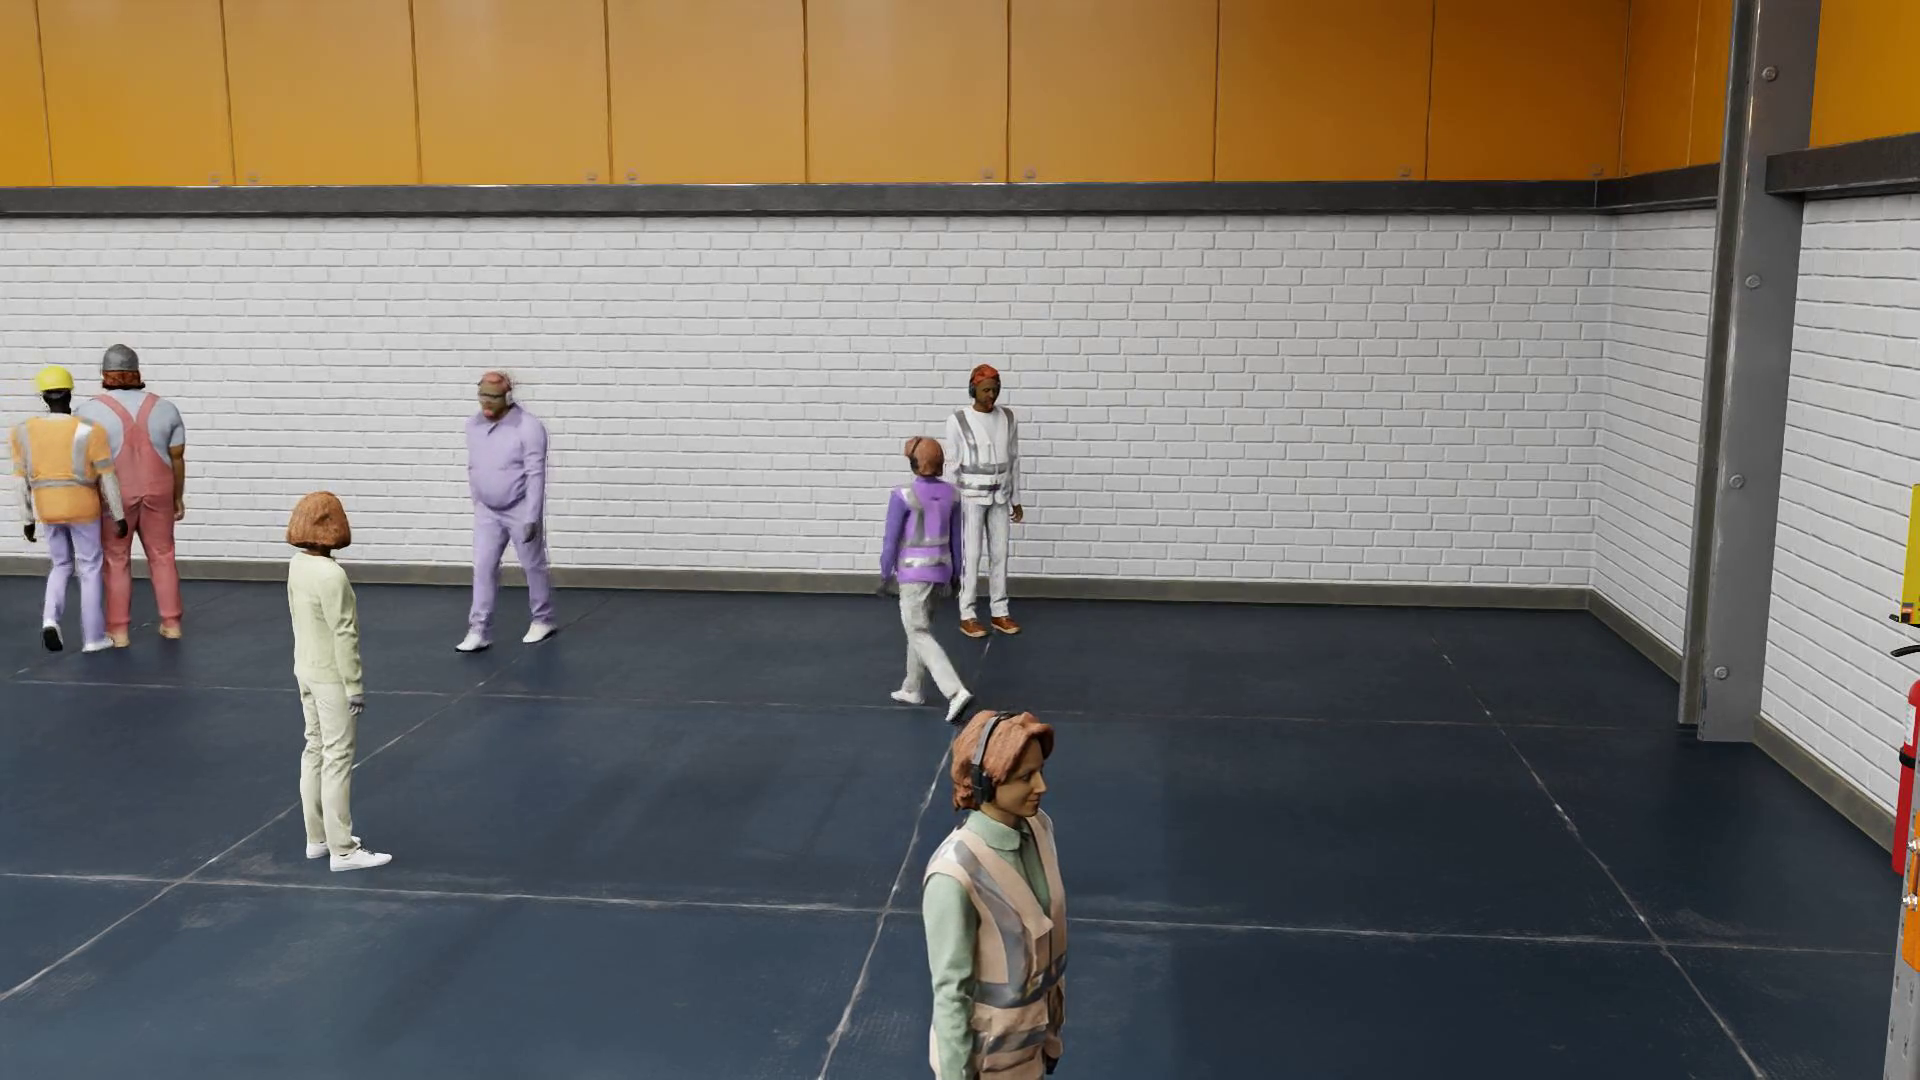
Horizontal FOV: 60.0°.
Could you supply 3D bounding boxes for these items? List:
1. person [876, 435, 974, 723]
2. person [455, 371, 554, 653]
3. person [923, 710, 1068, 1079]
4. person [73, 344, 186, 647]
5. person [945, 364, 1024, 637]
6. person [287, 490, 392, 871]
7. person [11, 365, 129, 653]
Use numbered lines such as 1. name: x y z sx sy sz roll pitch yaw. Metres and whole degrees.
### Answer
1. person: -0.173 0.213 9.428 0.760 1.611 0.516 9 14 43
2. person: -3.015 -0.179 10.950 0.652 1.862 0.931 3 10 18
3. person: 0.083 1.183 3.789 0.306 1.639 0.523 5 11 26
4. person: -5.604 -0.317 11.229 0.698 2.000 0.537 -9 13 -42
5. person: 0.164 -0.269 11.430 0.587 1.877 0.353 -6 12 -32
6. person: -2.696 0.599 7.138 0.282 1.636 0.500 -9 13 -42
7. person: -5.814 -0.182 10.857 0.631 1.907 0.475 -1 10 -3
